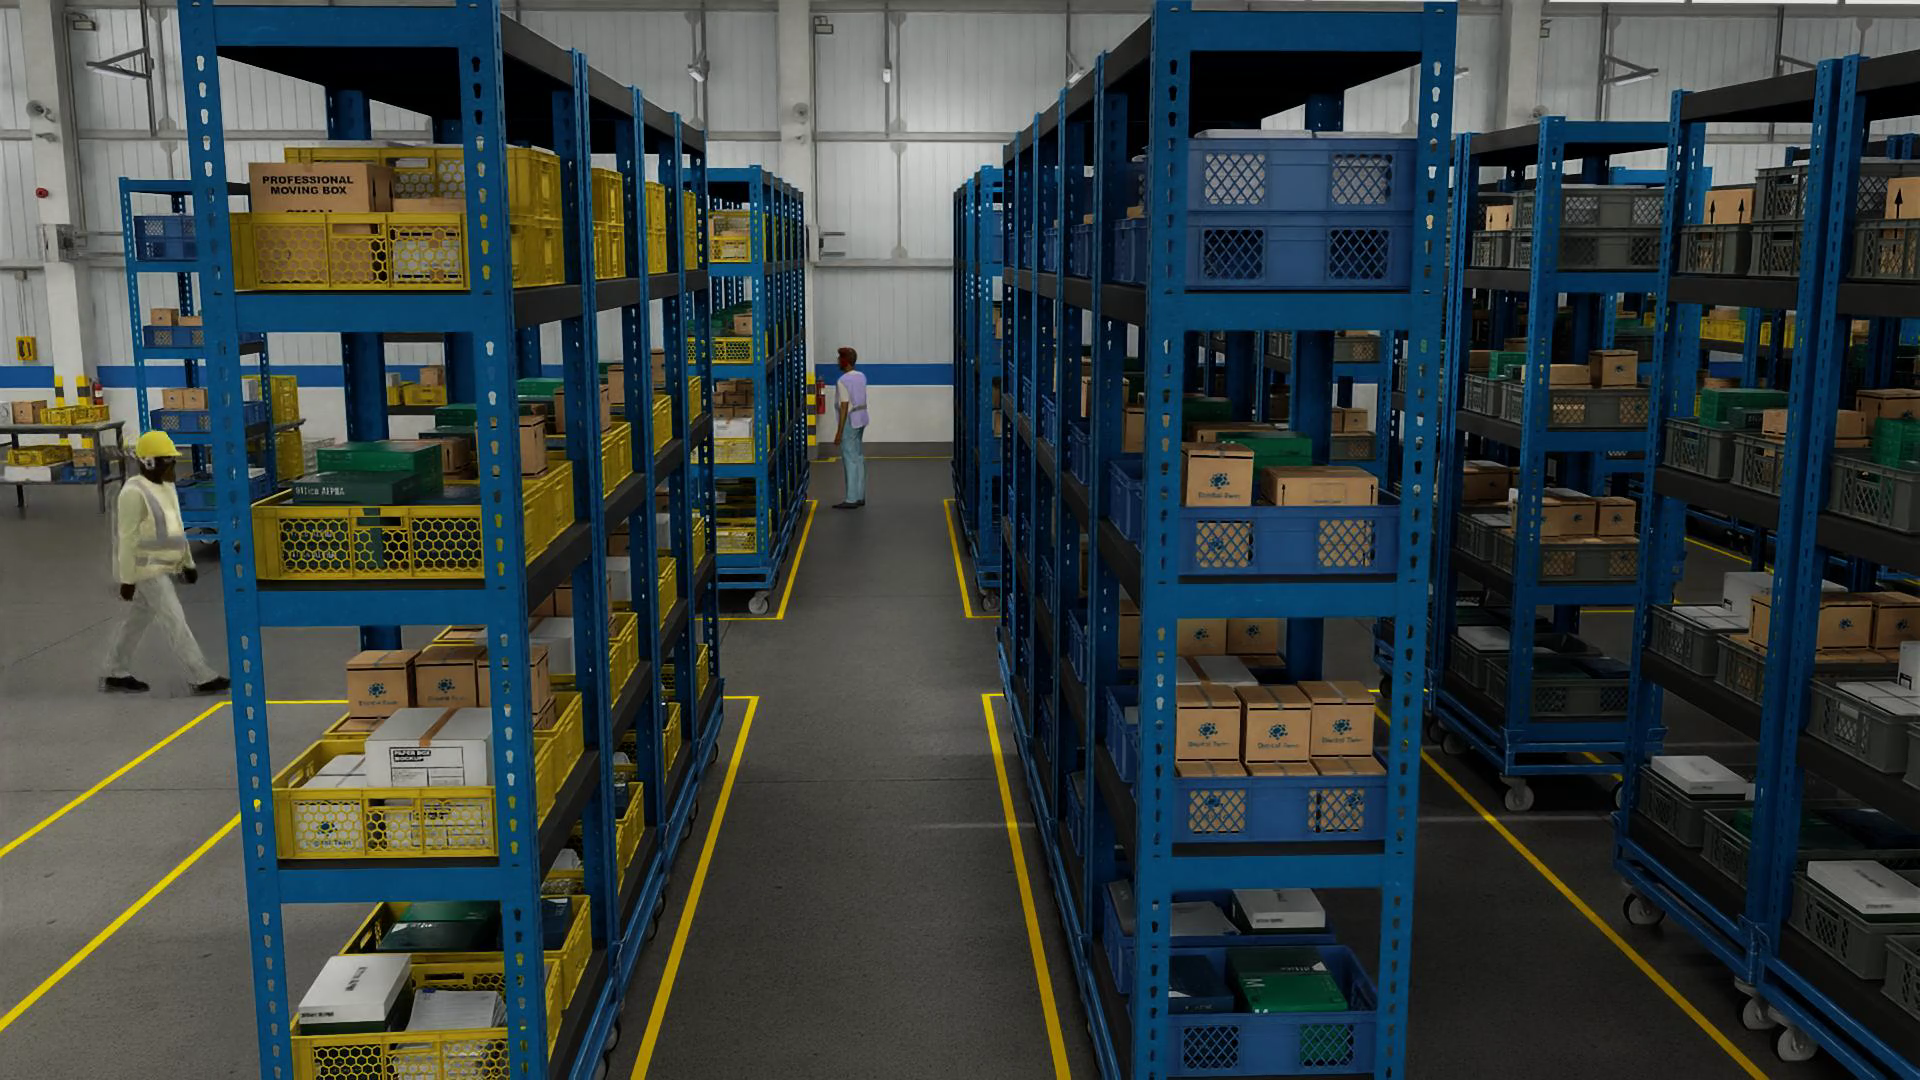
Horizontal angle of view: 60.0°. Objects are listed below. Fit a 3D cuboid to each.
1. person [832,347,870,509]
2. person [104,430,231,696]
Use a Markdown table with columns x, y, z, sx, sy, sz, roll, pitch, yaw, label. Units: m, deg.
| x | y | z | sx | sy | sz | roll | pitch | yaw | label |
| --- | --- | --- | --- | --- | --- | --- | --- | --- | --- |
| -1.243 | -1.275 | 18.993 | 0.390 | 1.846 | 0.564 | 4 | 11 | 21 | person |
| -5.303 | 0.163 | 11.011 | 0.945 | 1.779 | 0.613 | -1 | 10 | -6 | person |
